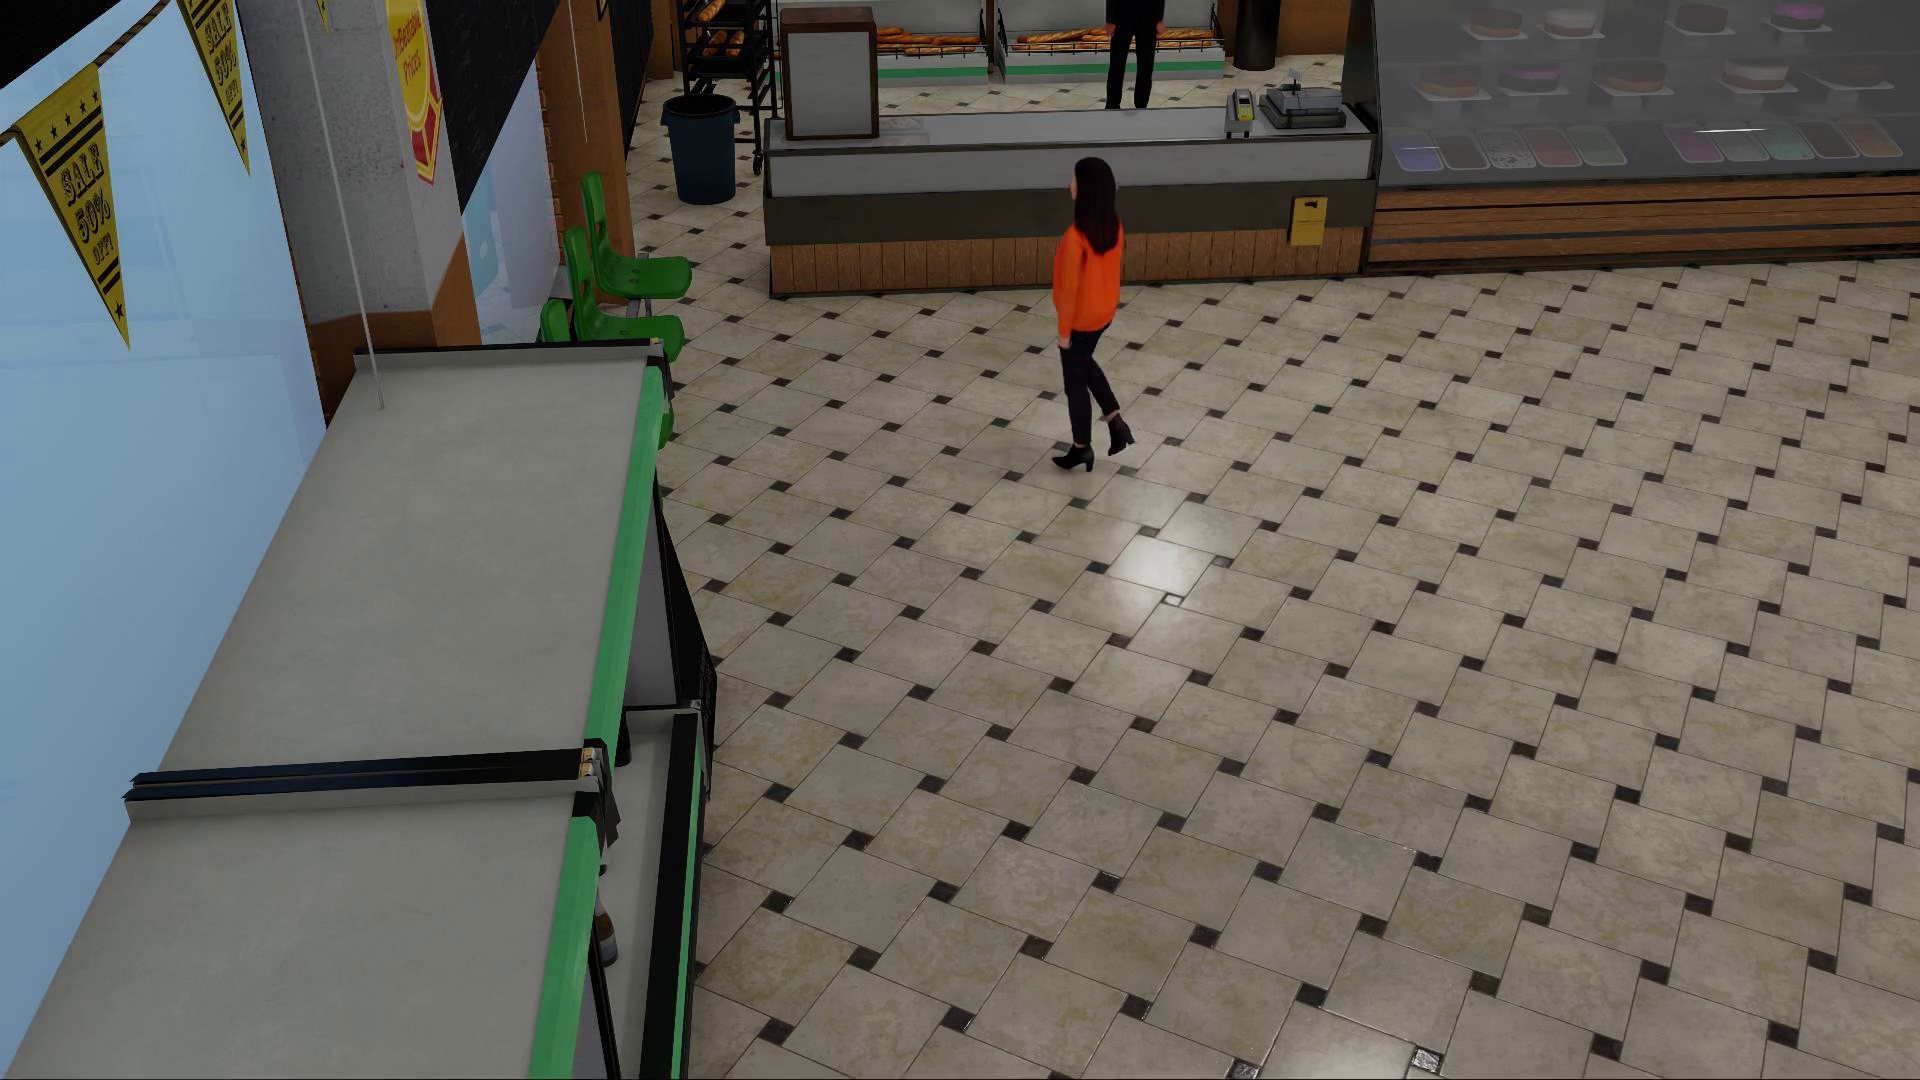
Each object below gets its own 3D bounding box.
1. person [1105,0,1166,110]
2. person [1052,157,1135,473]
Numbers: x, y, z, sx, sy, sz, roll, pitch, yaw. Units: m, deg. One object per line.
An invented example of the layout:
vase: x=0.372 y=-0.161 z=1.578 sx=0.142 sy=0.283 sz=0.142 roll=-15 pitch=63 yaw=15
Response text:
person: x=1.428 y=-4.237 z=13.464 sx=0.627 sy=1.866 sz=0.549 roll=-3 pitch=32 yaw=-4
person: x=0.728 y=-1.113 z=8.567 sx=0.864 sy=1.736 sz=0.806 roll=19 pitch=36 yaw=27
